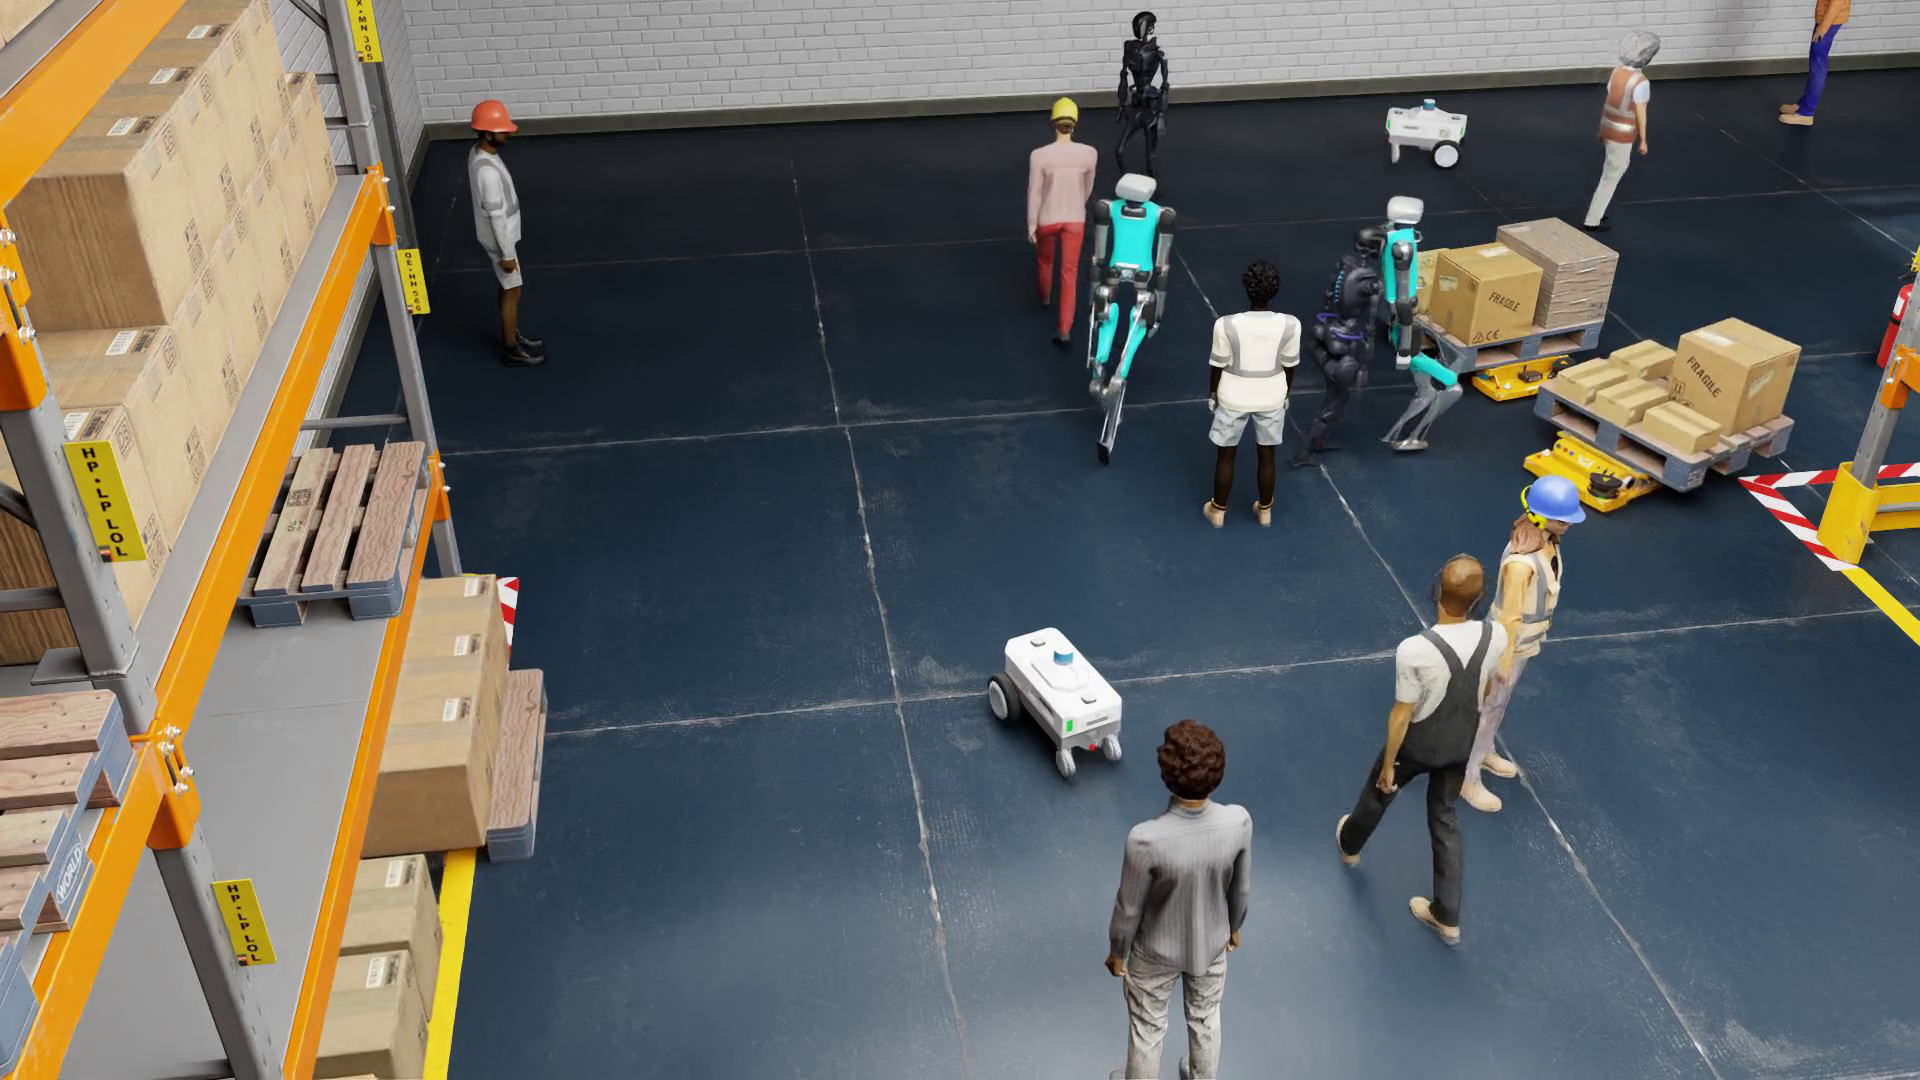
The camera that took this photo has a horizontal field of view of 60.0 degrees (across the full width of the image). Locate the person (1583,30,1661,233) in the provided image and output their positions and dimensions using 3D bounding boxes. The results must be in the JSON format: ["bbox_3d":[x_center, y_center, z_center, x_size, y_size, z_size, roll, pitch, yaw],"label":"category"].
[{"bbox_3d":[5.457,-3.335,13.679,0.460,1.675,0.450,-4,33,-7],"label":"person"}]

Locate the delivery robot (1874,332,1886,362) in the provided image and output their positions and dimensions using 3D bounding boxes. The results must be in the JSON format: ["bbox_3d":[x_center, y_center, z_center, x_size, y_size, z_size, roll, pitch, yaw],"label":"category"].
[{"bbox_3d":[6.974,-1.465,11.830,0.782,0.589,0.499,-18,37,-26],"label":"delivery robot"}]

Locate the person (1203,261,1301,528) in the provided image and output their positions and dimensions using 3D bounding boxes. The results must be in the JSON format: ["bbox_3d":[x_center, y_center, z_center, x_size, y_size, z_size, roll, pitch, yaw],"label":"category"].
[{"bbox_3d":[1.716,-0.837,9.835,0.531,1.690,0.322,-1,33,-2],"label":"person"}]

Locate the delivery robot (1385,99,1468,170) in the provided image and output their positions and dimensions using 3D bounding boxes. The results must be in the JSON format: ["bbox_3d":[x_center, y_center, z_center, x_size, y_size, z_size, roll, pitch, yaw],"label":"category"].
[{"bbox_3d":[4.321,-3.753,15.349,0.774,0.603,0.517,10,34,15],"label":"delivery robot"}]

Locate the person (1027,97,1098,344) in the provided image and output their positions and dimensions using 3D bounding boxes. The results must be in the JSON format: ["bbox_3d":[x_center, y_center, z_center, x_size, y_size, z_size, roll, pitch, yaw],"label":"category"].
[{"bbox_3d":[0.736,-2.323,12.118,0.510,1.681,1.027,0,33,-1],"label":"person"}]

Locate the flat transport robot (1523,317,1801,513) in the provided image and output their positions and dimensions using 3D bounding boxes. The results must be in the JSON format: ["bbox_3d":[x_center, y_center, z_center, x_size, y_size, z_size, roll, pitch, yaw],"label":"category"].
[{"bbox_3d":[4.405,-0.581,10.743,1.431,0.231,0.659,-18,37,-26],"label":"flat transport robot"}]

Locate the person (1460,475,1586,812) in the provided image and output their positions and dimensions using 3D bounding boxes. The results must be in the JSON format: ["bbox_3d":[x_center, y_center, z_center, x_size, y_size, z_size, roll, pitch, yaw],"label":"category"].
[{"bbox_3d":[2.606,0.465,7.757,0.323,1.776,0.475,19,38,26],"label":"person"}]

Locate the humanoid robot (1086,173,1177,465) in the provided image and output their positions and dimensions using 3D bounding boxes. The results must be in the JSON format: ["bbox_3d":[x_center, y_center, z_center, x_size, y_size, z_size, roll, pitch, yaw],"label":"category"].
[{"bbox_3d":[1.004,-1.354,10.599,0.546,1.772,0.948,9,34,14],"label":"humanoid robot"}]

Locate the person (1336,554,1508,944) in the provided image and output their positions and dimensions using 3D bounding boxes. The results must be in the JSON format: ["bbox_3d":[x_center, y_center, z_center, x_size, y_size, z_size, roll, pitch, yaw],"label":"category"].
[{"bbox_3d":[2.023,0.863,7.141,0.506,1.794,0.854,-7,34,-10],"label":"person"}]

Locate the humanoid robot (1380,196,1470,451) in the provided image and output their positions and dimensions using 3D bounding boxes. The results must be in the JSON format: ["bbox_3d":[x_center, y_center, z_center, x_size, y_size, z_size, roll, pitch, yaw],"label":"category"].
[{"bbox_3d":[2.948,-1.273,10.506,0.751,1.826,0.530,3,33,5],"label":"humanoid robot"}]

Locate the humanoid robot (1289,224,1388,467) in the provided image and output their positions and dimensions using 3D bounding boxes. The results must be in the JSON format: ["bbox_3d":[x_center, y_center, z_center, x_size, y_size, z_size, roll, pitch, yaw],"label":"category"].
[{"bbox_3d":[2.349,-1.206,10.418,0.439,1.634,0.596,-11,35,-17],"label":"humanoid robot"}]

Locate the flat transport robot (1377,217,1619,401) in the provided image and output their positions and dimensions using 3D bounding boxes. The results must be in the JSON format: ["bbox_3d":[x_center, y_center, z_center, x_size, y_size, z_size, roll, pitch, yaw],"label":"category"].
[{"bbox_3d":[3.760,-1.436,12.053,0.659,0.231,1.431,-11,35,-17],"label":"flat transport robot"}]

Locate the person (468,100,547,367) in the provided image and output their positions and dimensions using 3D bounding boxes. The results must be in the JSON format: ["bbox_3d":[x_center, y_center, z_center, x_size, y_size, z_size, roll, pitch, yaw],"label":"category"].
[{"bbox_3d":[-3.169,-2.120,11.591,0.382,1.924,0.547,-10,35,-16],"label":"person"}]

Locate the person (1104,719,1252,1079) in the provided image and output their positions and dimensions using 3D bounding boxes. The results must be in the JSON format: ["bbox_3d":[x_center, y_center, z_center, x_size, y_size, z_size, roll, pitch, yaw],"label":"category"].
[{"bbox_3d":[0.812,1.472,6.115,0.550,1.891,0.386,-8,34,-12],"label":"person"}]

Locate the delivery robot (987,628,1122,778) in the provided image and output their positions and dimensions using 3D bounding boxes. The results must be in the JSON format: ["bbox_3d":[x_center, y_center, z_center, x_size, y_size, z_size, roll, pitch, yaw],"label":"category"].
[{"bbox_3d":[0.509,0.766,8.393,0.499,0.568,0.747,-15,36,-22],"label":"delivery robot"}]

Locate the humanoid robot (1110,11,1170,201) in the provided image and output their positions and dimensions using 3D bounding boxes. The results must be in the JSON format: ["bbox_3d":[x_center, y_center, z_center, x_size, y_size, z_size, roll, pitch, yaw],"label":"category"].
[{"bbox_3d":[1.588,-3.690,14.226,0.421,1.645,0.599,-24,40,-31],"label":"humanoid robot"}]

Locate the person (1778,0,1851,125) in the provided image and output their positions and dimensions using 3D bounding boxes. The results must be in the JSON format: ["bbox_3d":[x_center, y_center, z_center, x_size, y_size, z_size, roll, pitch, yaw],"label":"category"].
[{"bbox_3d":[8.295,-4.986,15.924,0.373,1.988,0.507,15,36,22],"label":"person"}]
